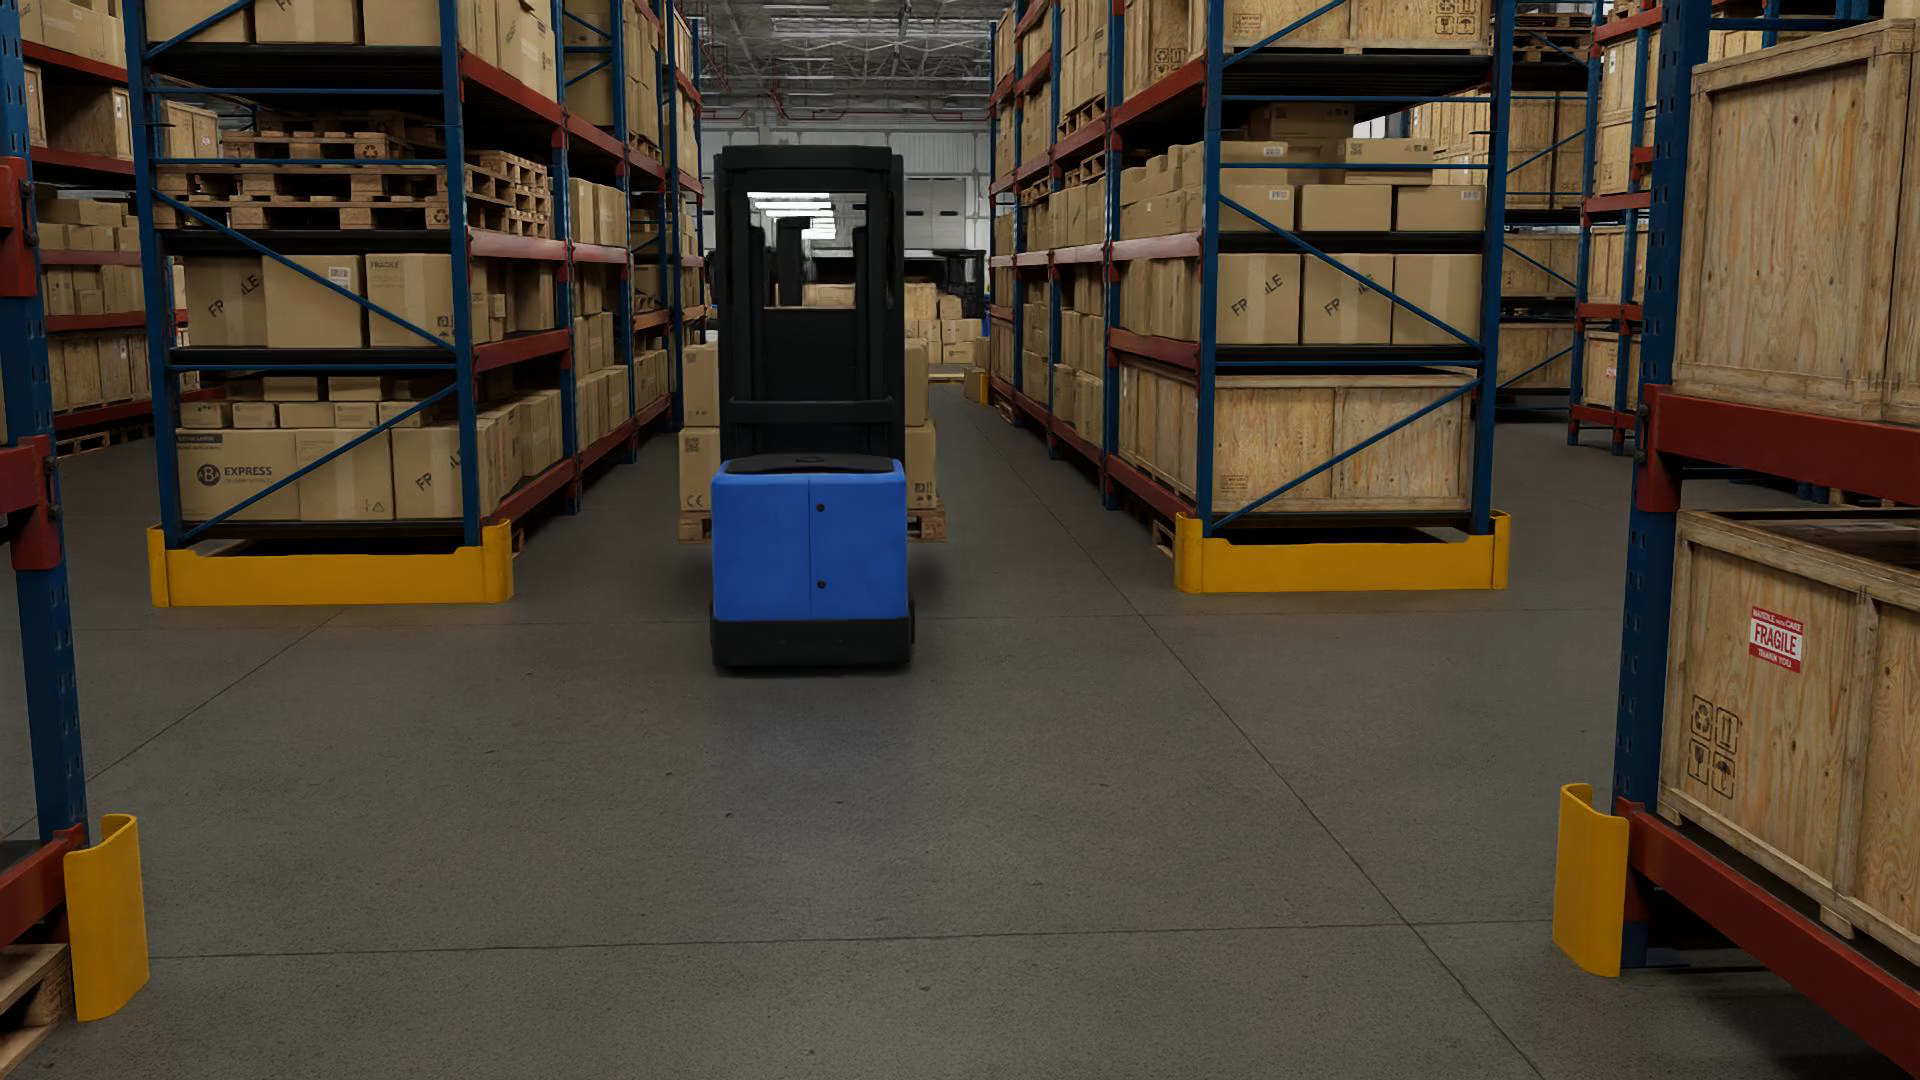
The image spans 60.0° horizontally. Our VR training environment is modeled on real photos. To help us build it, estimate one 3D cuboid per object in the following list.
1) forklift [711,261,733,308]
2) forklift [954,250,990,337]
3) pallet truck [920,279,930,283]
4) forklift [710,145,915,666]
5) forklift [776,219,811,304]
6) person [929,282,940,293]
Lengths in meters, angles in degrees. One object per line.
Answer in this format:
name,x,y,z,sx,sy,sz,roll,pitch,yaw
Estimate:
forklift,-8.368,-8.713,59.038,1.129,2.768,1.873,-1,9,-4
forklift,0.279,-6.743,46.671,1.129,2.768,1.873,7,11,37
pallet truck,-0.932,-8.922,63.114,1.885,1.965,0.823,2,9,13
forklift,-0.845,-0.815,9.445,1.129,2.768,1.873,-1,9,-4
forklift,-2.185,-2.767,21.707,1.873,2.768,1.129,-1,9,-4
person,-0.877,-6.826,50.196,0.627,1.913,0.603,-4,10,-23
